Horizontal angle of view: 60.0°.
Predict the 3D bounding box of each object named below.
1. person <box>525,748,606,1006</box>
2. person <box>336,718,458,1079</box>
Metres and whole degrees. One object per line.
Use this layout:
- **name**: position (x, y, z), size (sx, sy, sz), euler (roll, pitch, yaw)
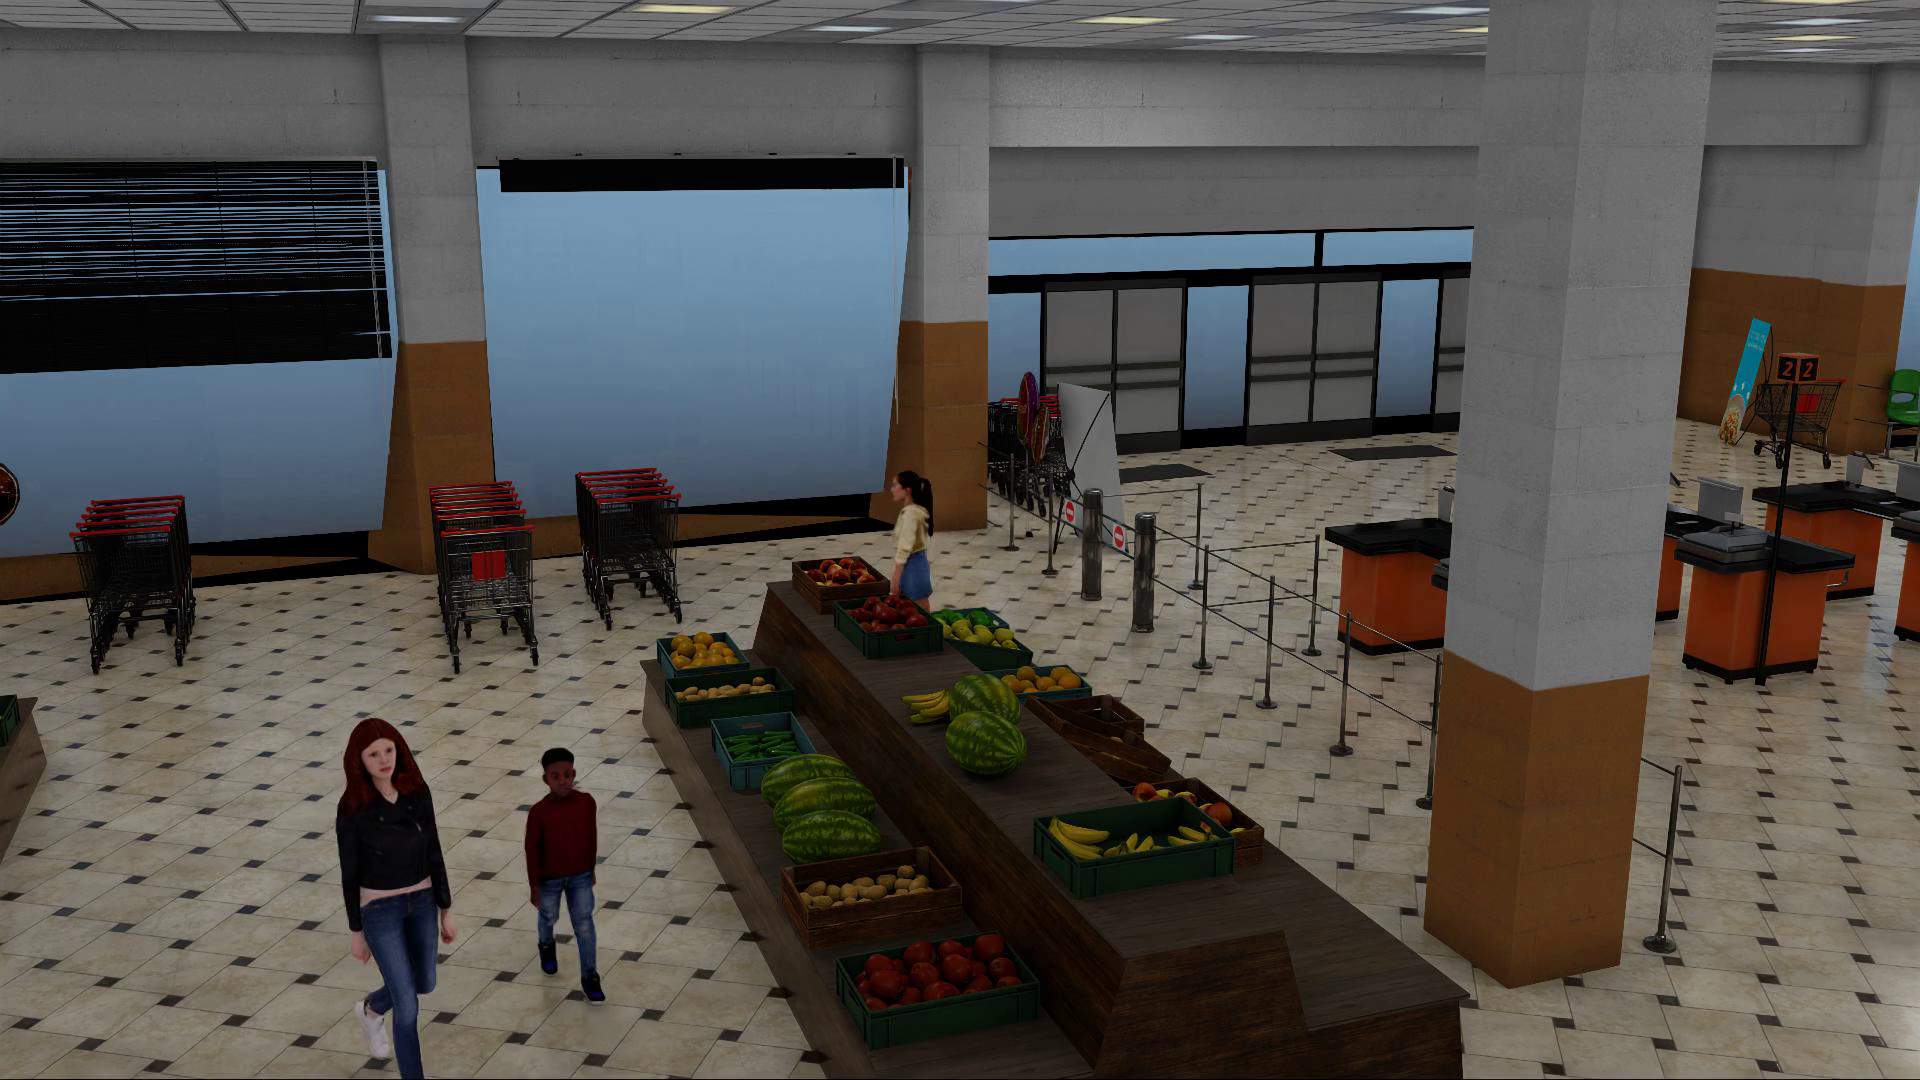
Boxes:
- **person**: position (-1.967, 1.601, 8.158), size (0.587, 1.242, 0.896), euler (-7, 15, -26)
- **person**: position (-2.419, 1.597, 7.077), size (1.162, 1.760, 0.913), euler (13, 19, 43)
